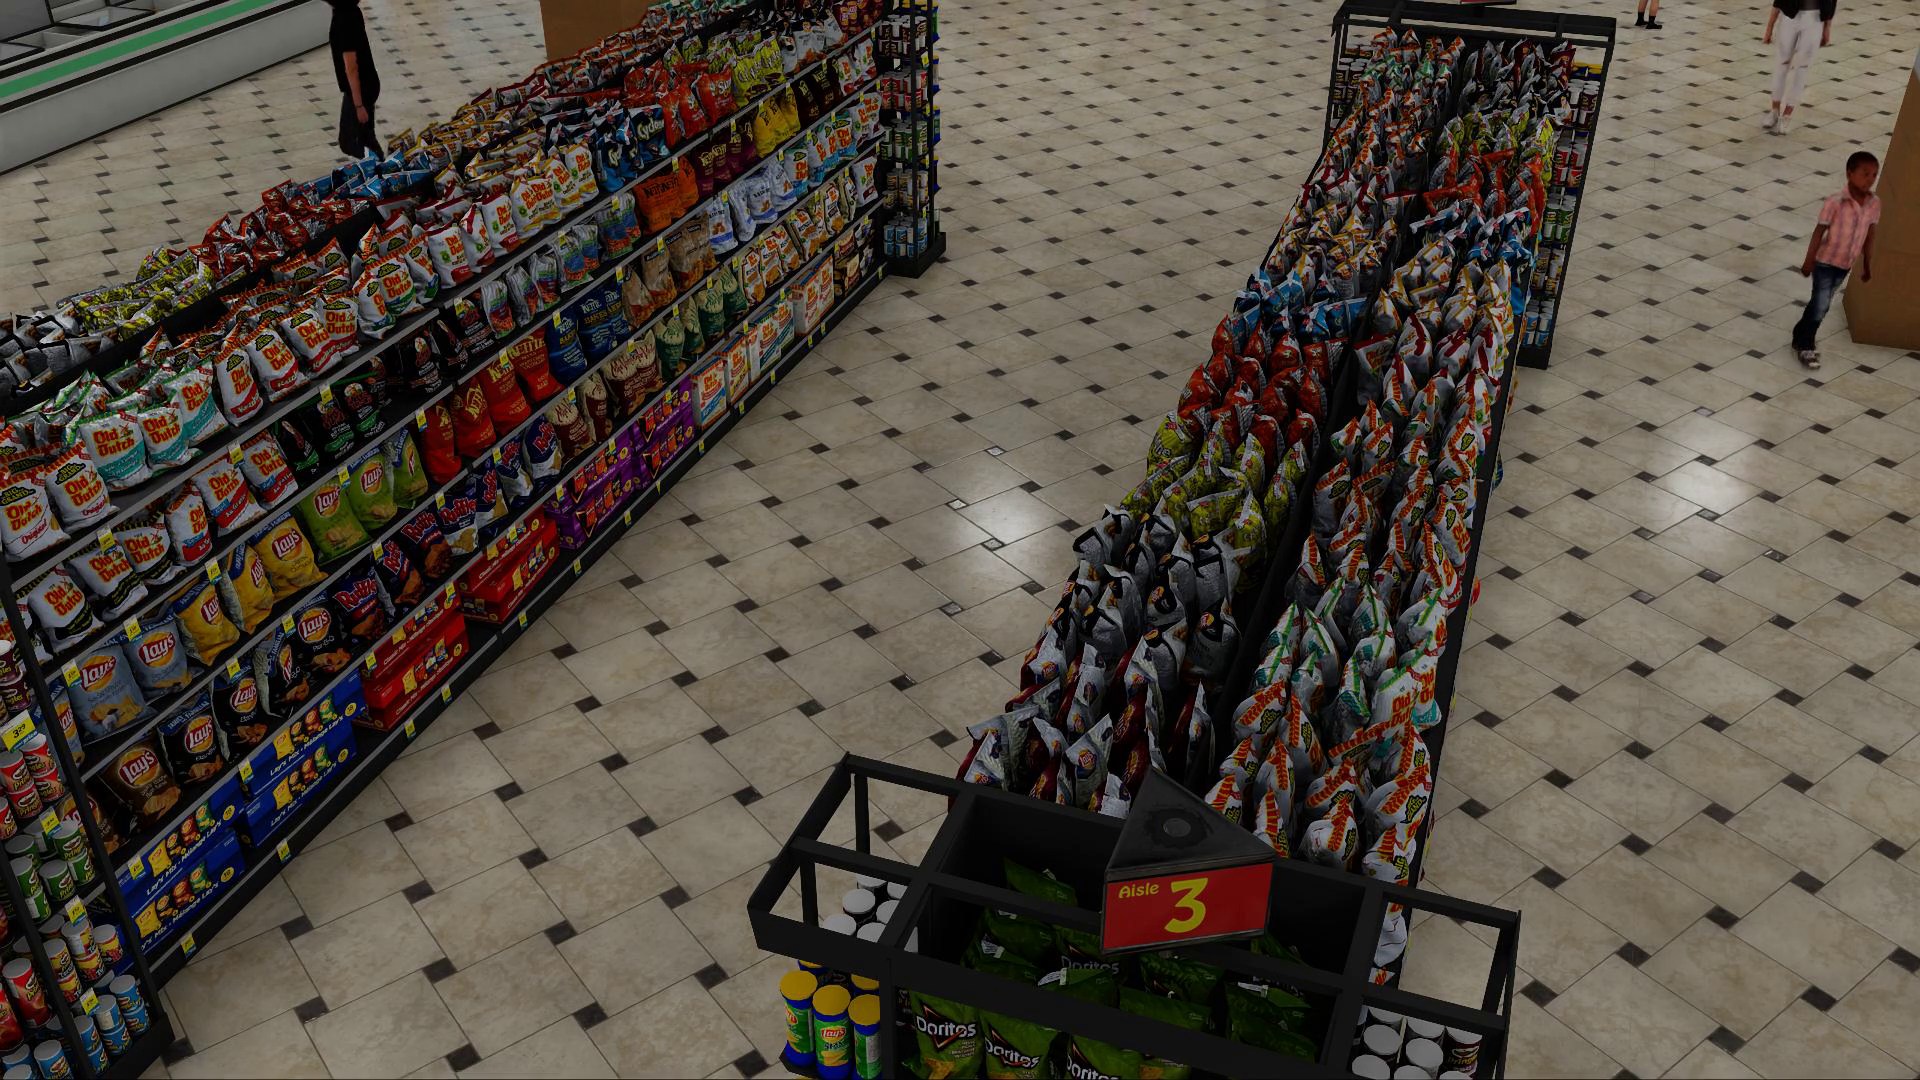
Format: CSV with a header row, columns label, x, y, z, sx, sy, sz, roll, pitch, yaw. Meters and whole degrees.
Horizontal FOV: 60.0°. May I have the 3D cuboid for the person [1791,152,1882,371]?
label,x,y,z,sx,sy,sz,roll,pitch,yaw
person,5.271,-1.732,10.089,0.642,1.293,0.734,-5,32,-8

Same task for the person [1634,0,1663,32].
label,x,y,z,sx,sy,sz,roll,pitch,yaw
person,6.954,-5.665,16.588,0.591,1.106,0.537,-15,35,-23

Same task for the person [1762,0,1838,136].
label,x,y,z,sx,sy,sz,roll,pitch,yaw
person,6.972,-4.258,13.774,0.698,1.689,0.770,17,36,25

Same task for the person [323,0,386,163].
label,x,y,z,sx,sy,sz,roll,pitch,yaw
person,-4.280,-3.277,12.073,0.865,1.822,0.800,-4,32,-6
